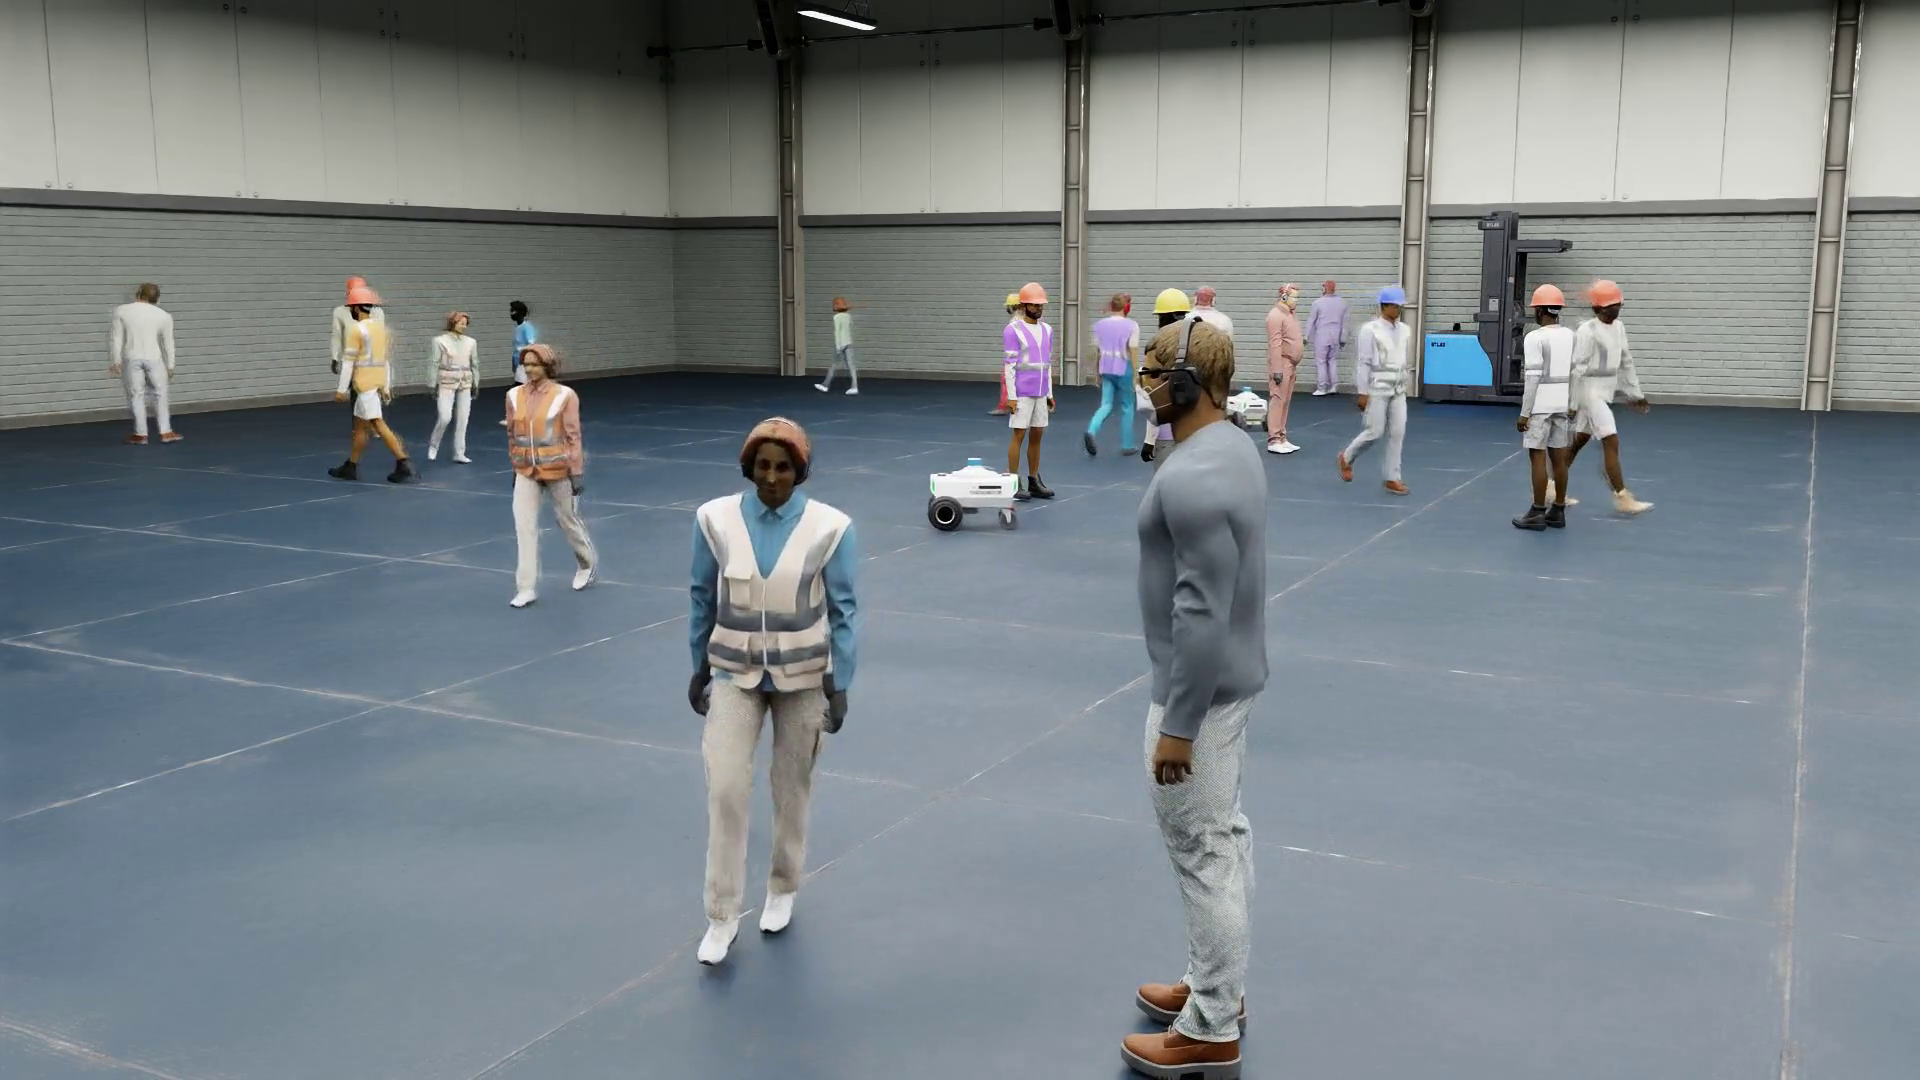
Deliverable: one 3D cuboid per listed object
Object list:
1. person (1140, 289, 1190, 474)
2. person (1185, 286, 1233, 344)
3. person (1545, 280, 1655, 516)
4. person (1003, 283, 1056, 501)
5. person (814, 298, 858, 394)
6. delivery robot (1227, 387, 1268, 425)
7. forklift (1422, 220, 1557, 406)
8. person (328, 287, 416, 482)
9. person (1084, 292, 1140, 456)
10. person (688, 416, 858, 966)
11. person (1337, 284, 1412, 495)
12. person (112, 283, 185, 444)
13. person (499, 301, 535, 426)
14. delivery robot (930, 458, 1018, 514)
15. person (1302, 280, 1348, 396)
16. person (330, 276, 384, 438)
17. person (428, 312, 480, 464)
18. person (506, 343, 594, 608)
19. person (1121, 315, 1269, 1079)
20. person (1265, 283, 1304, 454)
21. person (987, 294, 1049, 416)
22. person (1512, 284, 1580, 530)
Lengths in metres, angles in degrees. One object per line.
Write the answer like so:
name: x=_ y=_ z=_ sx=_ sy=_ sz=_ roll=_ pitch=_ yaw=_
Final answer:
person: x=1.445 y=-0.745 z=11.360 sx=0.594 sy=1.924 sz=0.382 roll=-9 pitch=13 yaw=-43
person: x=2.629 y=-1.803 z=18.047 sx=0.656 sy=1.875 sz=0.798 roll=2 pitch=10 yaw=15
person: x=5.401 y=-1.203 z=14.063 sx=1.022 sy=1.973 sz=0.632 roll=8 pitch=12 yaw=42
person: x=0.644 y=-1.333 z=14.957 sx=0.546 sy=1.938 sz=0.361 roll=-8 pitch=12 yaw=-40
person: x=-2.033 y=-3.239 z=27.759 sx=0.856 sy=1.584 sz=0.519 roll=6 pitch=11 yaw=32
delivery robot: x=3.717 y=-1.733 z=21.519 sx=0.477 sy=0.478 sz=0.707 roll=-1 pitch=9 yaw=-9
forklift: x=8.245 y=-3.527 z=25.720 sx=1.873 sy=2.768 sz=1.129 roll=5 pitch=10 yaw=27
person: x=-5.758 y=-1.512 z=16.223 sx=0.984 sy=1.897 sz=0.560 roll=2 pitch=9 yaw=9
person: x=1.713 y=-1.826 z=18.377 sx=0.582 sy=1.813 sz=0.817 roll=7 pitch=12 yaw=38
person: x=-0.571 y=0.445 z=4.954 sx=0.530 sy=1.608 sz=0.685 roll=0 pitch=9 yaw=1
person: x=3.877 y=-1.399 z=15.416 sx=0.617 sy=1.930 sz=0.675 roll=-6 pitch=11 yaw=-31
person: x=-9.701 y=-2.096 z=19.819 sx=0.704 sy=1.901 sz=0.398 roll=-4 pitch=10 yaw=-24
person: x=-5.765 y=-2.373 z=22.245 sx=0.855 sy=1.660 sz=0.541 roll=-6 pitch=11 yaw=-32
delivery robot: x=0.115 y=-0.418 z=13.404 sx=0.707 sy=0.478 sz=0.477 roll=0 pitch=9 yaw=-1
person: x=5.967 y=-3.299 z=27.205 sx=0.664 sy=1.897 sz=0.480 roll=-4 pitch=10 yaw=-21
person: x=-7.294 y=-2.196 z=20.175 sx=0.639 sy=1.977 sz=0.479 roll=-1 pitch=9 yaw=-5
person: x=-5.421 y=-1.630 z=17.777 sx=0.465 sy=1.612 sz=0.542 roll=9 pitch=13 yaw=43
person: x=-2.567 y=-0.433 z=10.420 sx=0.523 sy=1.610 sz=0.801 roll=2 pitch=9 yaw=14
person: x=0.608 y=0.399 z=4.269 sx=0.355 sy=1.937 sz=0.635 roll=3 pitch=10 yaw=15
person: x=3.678 y=-1.942 z=18.817 sx=0.410 sy=1.906 sz=0.642 roll=4 pitch=10 yaw=24
person: x=0.855 y=-2.615 z=23.501 sx=0.866 sy=1.733 sz=0.532 roll=3 pitch=10 yaw=16
person: x=4.657 y=-1.062 z=13.283 sx=0.549 sy=1.936 sz=0.376 roll=-5 pitch=11 yaw=-29
